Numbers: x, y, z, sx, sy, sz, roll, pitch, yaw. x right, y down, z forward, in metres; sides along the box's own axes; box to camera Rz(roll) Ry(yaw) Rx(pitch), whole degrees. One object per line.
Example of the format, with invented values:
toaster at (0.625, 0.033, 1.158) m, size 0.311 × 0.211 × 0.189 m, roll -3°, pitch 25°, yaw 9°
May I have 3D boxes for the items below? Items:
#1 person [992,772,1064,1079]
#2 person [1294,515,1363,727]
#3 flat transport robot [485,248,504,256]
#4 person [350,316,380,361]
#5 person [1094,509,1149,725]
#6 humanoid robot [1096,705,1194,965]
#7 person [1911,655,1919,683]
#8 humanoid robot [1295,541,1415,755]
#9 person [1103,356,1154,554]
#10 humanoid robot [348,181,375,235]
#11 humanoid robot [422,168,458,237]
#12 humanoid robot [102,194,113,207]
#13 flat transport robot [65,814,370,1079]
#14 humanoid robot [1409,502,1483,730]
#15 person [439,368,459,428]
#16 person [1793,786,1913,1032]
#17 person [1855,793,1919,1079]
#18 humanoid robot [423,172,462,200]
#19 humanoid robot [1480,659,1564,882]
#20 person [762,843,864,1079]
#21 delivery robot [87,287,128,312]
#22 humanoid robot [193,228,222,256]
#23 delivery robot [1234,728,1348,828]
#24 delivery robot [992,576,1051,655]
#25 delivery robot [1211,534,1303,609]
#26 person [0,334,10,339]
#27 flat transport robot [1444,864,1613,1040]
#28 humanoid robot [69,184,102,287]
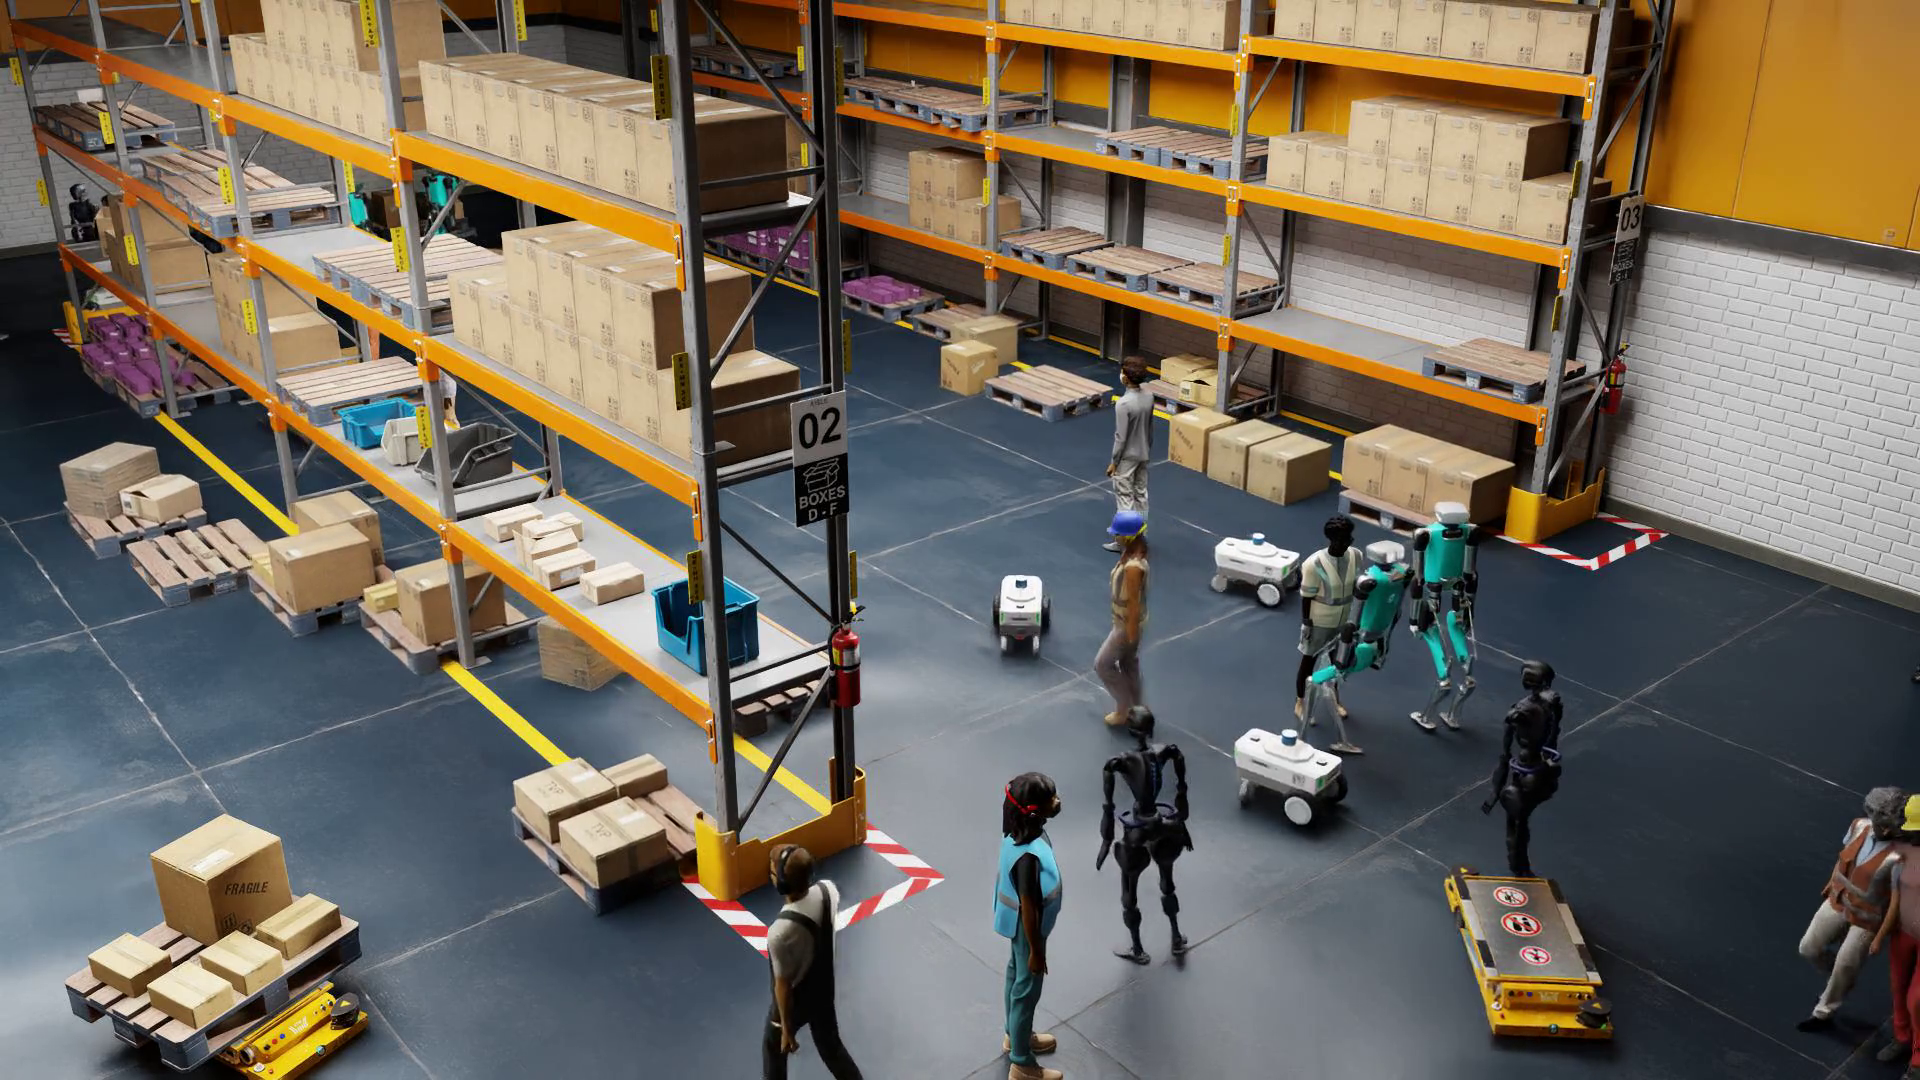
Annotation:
person at (0.366, 2.060, 8.858) m, size 0.387 × 1.866 × 0.534 m, roll -1°, pitch 23°, yaw -2°
person at (2.770, 0.588, 12.487) m, size 0.534 × 1.693 × 0.319 m, roll -10°, pitch 25°, yaw -22°
flat transport robot at (-6.486, -3.043, 22.690) m, size 1.431 × 0.231 × 0.659 m, roll 4°, pitch 24°, yaw 10°
person at (-7.176, -2.727, 20.081) m, size 0.495 × 1.759 × 0.335 m, roll 14°, pitch 27°, yaw 28°
person at (1.203, 0.604, 12.344) m, size 0.434 × 1.758 × 0.487 m, roll 2°, pitch 23°, yaw 4°
humanoid robot at (1.120, 1.754, 9.818) m, size 0.615 × 1.644 × 0.428 m, roll -9°, pitch 25°, yaw -20°
person at (7.811, 0.263, 12.953) m, size 0.547 × 1.925 × 0.387 m, roll 14°, pitch 27°, yaw 29°
humanoid robot at (2.742, 0.754, 12.037) m, size 0.587 × 1.770 × 0.882 m, roll -15°, pitch 28°, yaw -32°
person at (1.593, -0.778, 15.392) m, size 0.550 × 1.896 × 0.380 m, roll -21°, pitch 31°, yaw -40°
humanoid robot at (-8.220, -4.134, 23.397) m, size 0.918 × 1.781 × 0.568 m, roll 5°, pitch 24°, yaw 12°
humanoid robot at (-7.734, -4.544, 24.345) m, size 0.541 × 1.823 × 0.732 m, roll 13°, pitch 26°, yaw 27°
humanoid robot at (-11.585, -3.974, 23.074) m, size 0.331 × 1.643 × 0.602 m, roll -3°, pitch 24°, yaw -8°
flat transport robot at (-4.131, 2.652, 9.503) m, size 1.431 × 0.231 × 0.659 m, roll 13°, pitch 27°, yaw 28°
humanoid robot at (3.641, 0.625, 12.290) m, size 0.530 × 1.749 × 0.707 m, roll -5°, pitch 24°, yaw -12°
person at (-5.468, -1.583, 17.435) m, size 0.341 × 1.748 × 0.572 m, roll -14°, pitch 27°, yaw -30°
person at (4.937, 2.041, 9.149) m, size 0.395 × 1.656 × 0.521 m, roll -8°, pitch 24°, yaw -17°
person at (5.139, 2.114, 8.908) m, size 0.499 × 1.725 × 0.540 m, roll -13°, pitch 26°, yaw -27°
humanoid robot at (-8.705, -6.013, 27.777) m, size 1.016 × 1.774 × 0.536 m, roll 9°, pitch 25°, yaw 20°
humanoid robot at (3.546, 1.502, 10.400) m, size 0.589 × 1.659 × 0.350 m, roll -16°, pitch 28°, yaw -33°
person at (-0.749, 2.305, 8.367) m, size 0.898 × 1.815 × 0.521 m, roll 17°, pitch 28°, yaw 33°
delivery robot at (-11.632, -3.336, 23.031) m, size 0.816 × 0.612 × 0.499 m, roll -20°, pitch 30°, yaw -38°
humanoid robot at (-10.724, -4.298, 23.831) m, size 0.402 × 1.642 × 0.596 m, roll 6°, pitch 24°, yaw 13°
delivery robot at (2.289, 1.615, 11.549) m, size 0.772 × 0.600 × 0.520 m, roll 18°, pitch 29°, yaw 35°
delivery robot at (0.512, 0.587, 13.941) m, size 0.499 × 0.609 × 0.811 m, roll 1°, pitch 23°, yaw 3°
delivery robot at (2.643, 0.251, 14.726) m, size 0.817 × 0.614 × 0.499 m, roll 14°, pitch 27°, yaw 30°
person at (-13.037, -3.520, 21.769) m, size 0.633 × 1.882 × 0.670 m, roll -19°, pitch 30°, yaw -37°
flat transport robot at (3.383, 2.447, 9.978) m, size 0.659 × 0.231 × 1.431 m, roll 2°, pitch 23°, yaw 4°
humanoid robot at (-12.381, -4.280, 23.785) m, size 0.603 × 1.637 × 0.407 m, roll 9°, pitch 25°, yaw 20°
